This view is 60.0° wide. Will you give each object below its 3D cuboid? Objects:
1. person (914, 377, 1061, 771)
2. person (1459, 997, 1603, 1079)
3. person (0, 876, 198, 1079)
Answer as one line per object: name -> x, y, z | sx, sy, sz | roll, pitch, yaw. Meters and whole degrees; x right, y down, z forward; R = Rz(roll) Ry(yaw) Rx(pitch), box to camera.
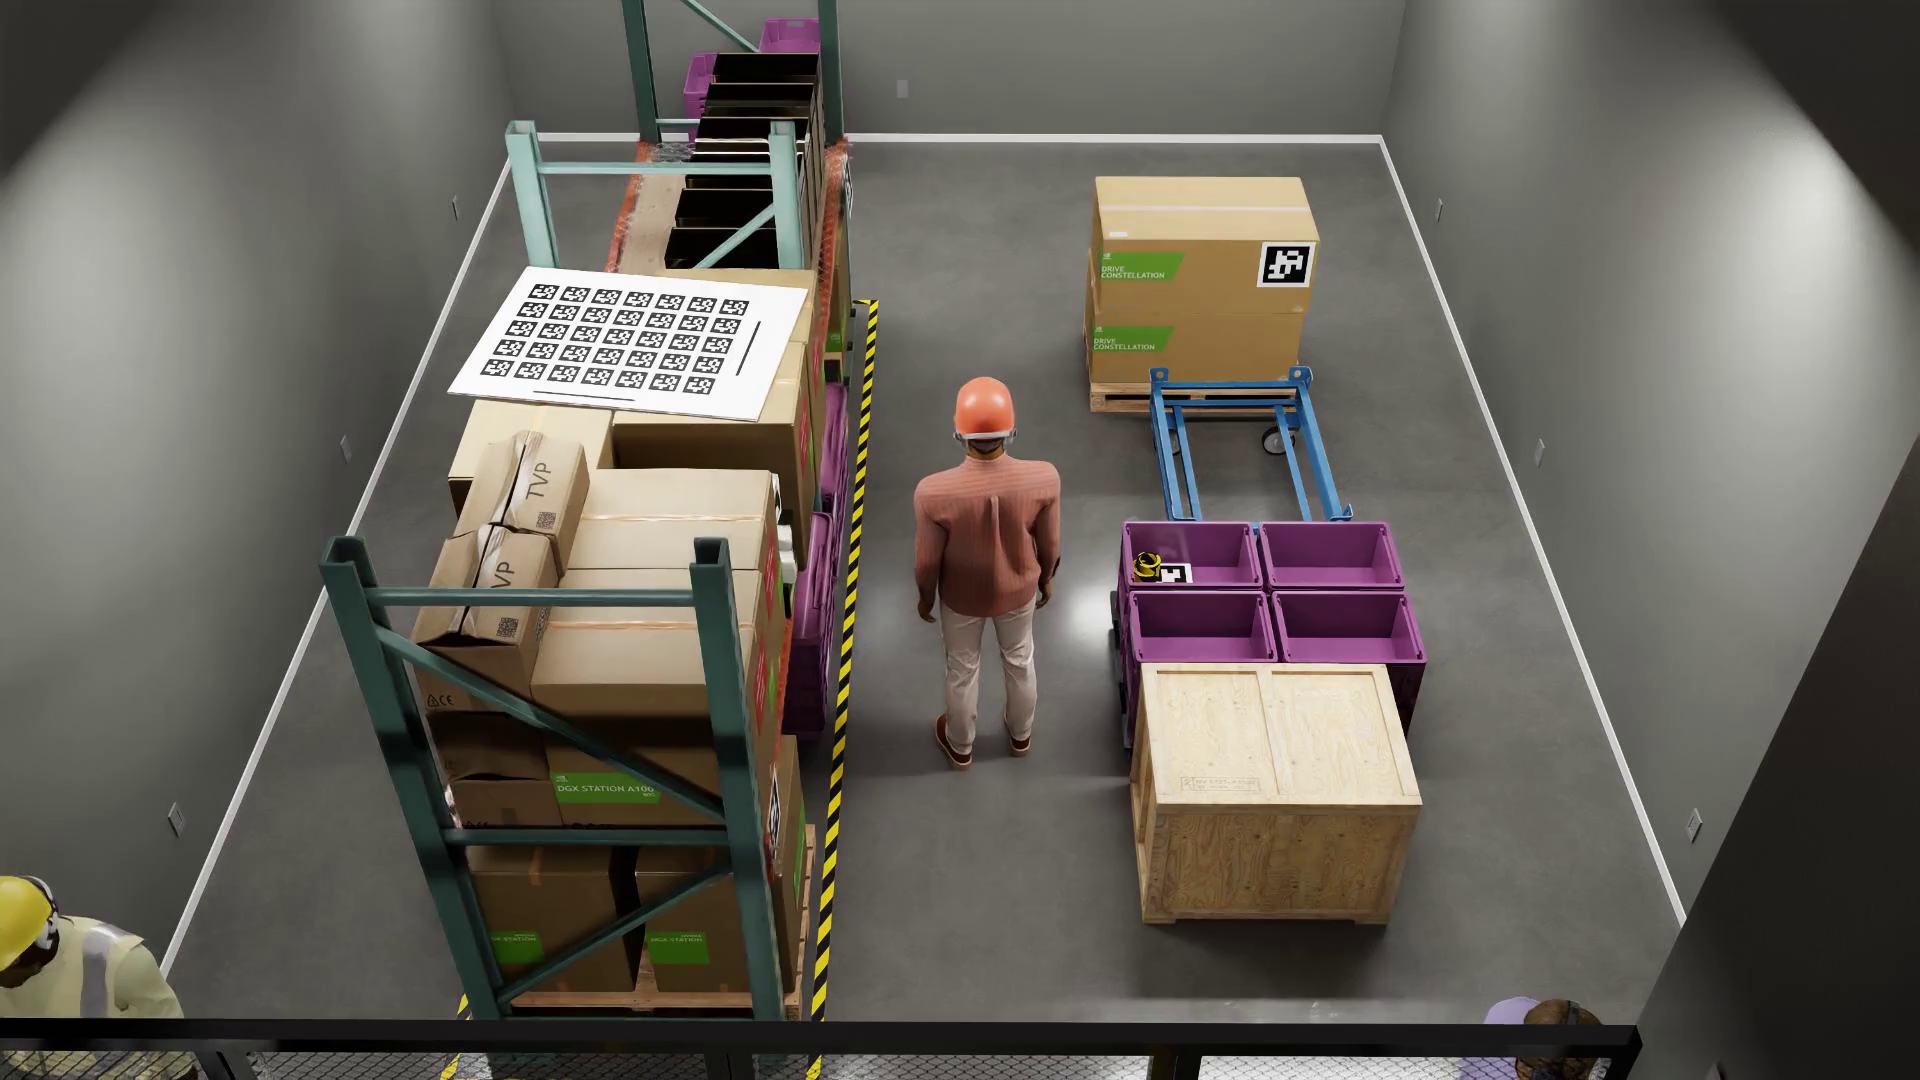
person -> 0.107, 0.174, 6.874 | 0.608, 1.993, 0.379 | -9, 42, -10
person -> 1.541, 1.938, 4.903 | 0.352, 1.937, 0.635 | 11, 42, 12
person -> -2.750, 1.660, 5.302 | 0.600, 1.827, 0.404 | 1, 41, 2
